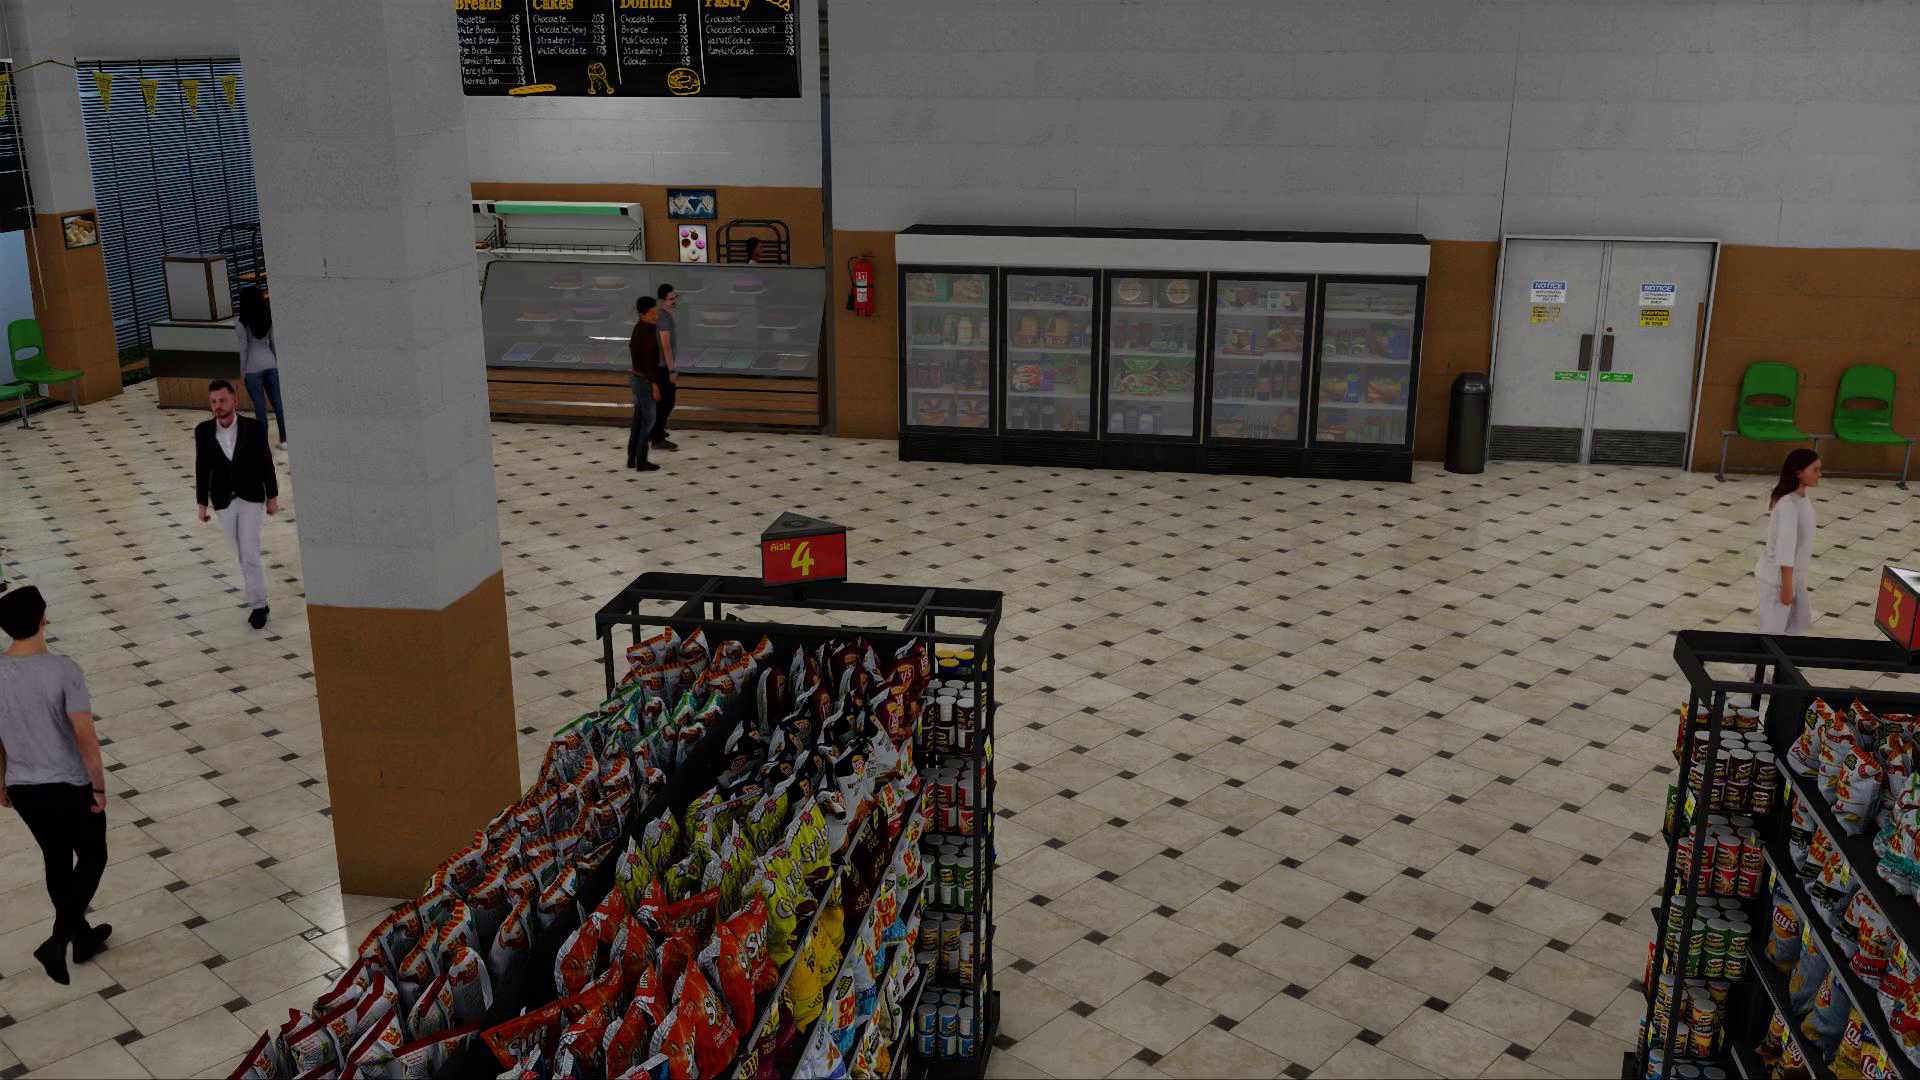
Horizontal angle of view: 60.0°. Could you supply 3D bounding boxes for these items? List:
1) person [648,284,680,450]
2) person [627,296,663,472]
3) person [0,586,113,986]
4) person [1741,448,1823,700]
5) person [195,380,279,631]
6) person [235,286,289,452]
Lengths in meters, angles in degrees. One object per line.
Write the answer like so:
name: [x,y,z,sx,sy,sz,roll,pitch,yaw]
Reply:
person: [-3.147,-1.804,17.338,0.936,1.722,0.769,-9,19,-27]
person: [-3.175,-1.545,16.436,0.939,1.750,0.783,-11,20,-32]
person: [-4.105,1.135,7.444,0.776,1.847,1.021,0,17,-1]
person: [5.243,0.214,10.766,0.771,1.679,0.657,10,20,30]
person: [-5.234,-0.280,12.145,0.772,1.822,0.806,-2,17,-5]
person: [-7.200,-1.753,17.145,0.741,1.735,0.606,11,20,33]
